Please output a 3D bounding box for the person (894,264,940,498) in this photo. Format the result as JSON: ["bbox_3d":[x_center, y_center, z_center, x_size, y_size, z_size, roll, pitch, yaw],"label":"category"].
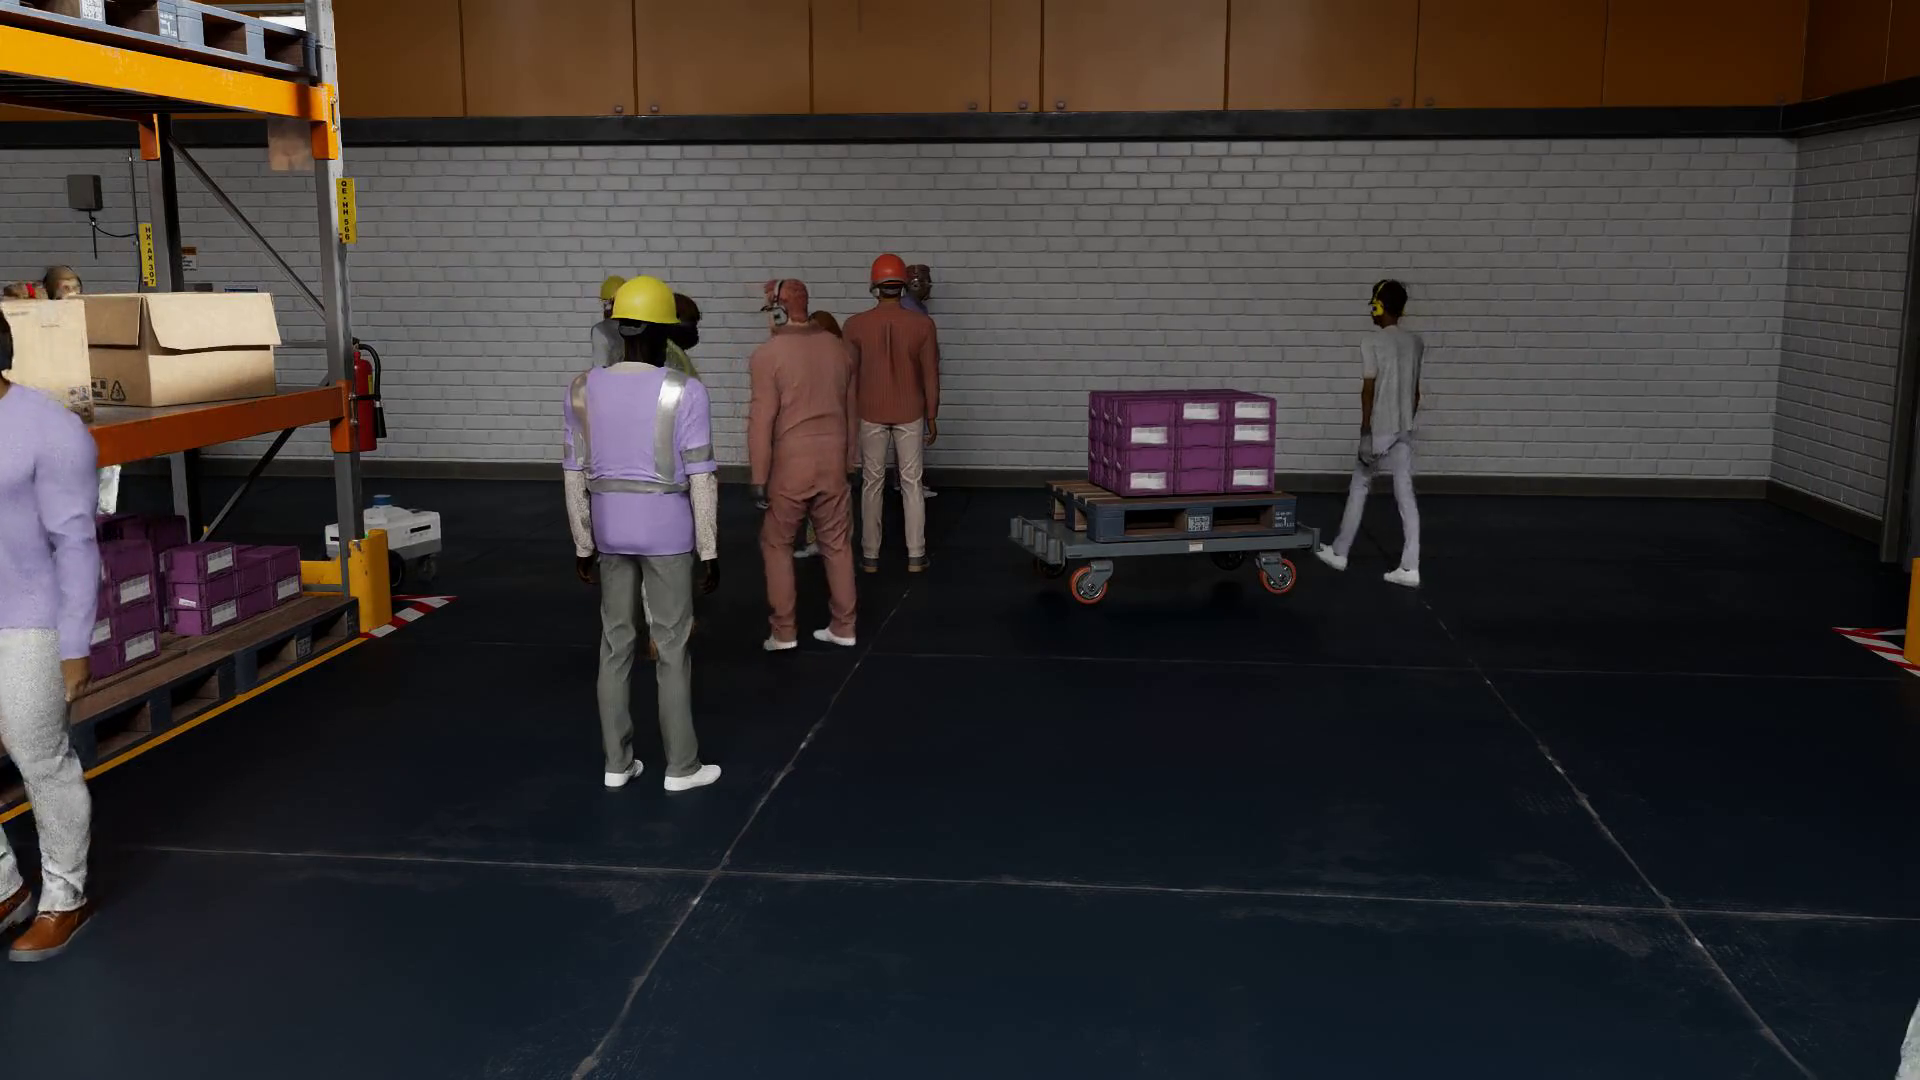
[{"bbox_3d":[-0.364,-1.304,13.667,0.402,1.904,0.652,-2,10,-9],"label":"person"}]

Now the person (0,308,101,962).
[{"bbox_3d":[-2.705,0.267,4.641,0.648,1.916,0.545,1,10,6],"label":"person"}]

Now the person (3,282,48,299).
[{"bbox_3d":[-5.277,-0.581,9.730,0.461,1.833,0.580,-8,13,-38],"label":"person"}]

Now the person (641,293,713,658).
[{"bbox_3d":[-1.475,-0.334,8.423,0.432,1.810,0.738,0,10,1],"label":"person"}]

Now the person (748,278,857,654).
[{"bbox_3d":[-0.790,-0.358,8.355,0.692,1.889,0.405,-9,14,-43],"label":"person"}]

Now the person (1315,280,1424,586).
[{"bbox_3d":[2.553,-0.670,10.222,0.563,1.828,0.932,-5,11,-24],"label":"person"}]

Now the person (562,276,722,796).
[{"bbox_3d":[-1.166,-0.010,6.198,0.594,1.924,0.382,3,10,15],"label":"person"}]

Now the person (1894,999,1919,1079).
[{"bbox_3d":[1.712,0.642,2.497,0.770,1.921,0.550,1,10,8],"label":"person"}]

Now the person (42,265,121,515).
[{"bbox_3d":[-5.727,-0.812,10.799,0.705,1.914,0.664,7,12,35],"label":"person"}]

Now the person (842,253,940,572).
[{"bbox_3d":[-0.431,-0.785,10.428,0.612,1.997,0.375,0,10,-1],"label":"person"}]

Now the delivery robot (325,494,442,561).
[{"bbox_3d":[-3.444,-0.029,9.962,0.477,0.478,0.707,4,11,22],"label":"delivery robot"}]

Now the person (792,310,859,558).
[{"bbox_3d":[-0.879,-0.672,10.823,0.507,1.631,0.266,6,11,29],"label":"person"}]

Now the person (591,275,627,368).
[{"bbox_3d":[-2.544,-1.062,12.487,0.404,1.830,0.599,7,12,33],"label":"person"}]
